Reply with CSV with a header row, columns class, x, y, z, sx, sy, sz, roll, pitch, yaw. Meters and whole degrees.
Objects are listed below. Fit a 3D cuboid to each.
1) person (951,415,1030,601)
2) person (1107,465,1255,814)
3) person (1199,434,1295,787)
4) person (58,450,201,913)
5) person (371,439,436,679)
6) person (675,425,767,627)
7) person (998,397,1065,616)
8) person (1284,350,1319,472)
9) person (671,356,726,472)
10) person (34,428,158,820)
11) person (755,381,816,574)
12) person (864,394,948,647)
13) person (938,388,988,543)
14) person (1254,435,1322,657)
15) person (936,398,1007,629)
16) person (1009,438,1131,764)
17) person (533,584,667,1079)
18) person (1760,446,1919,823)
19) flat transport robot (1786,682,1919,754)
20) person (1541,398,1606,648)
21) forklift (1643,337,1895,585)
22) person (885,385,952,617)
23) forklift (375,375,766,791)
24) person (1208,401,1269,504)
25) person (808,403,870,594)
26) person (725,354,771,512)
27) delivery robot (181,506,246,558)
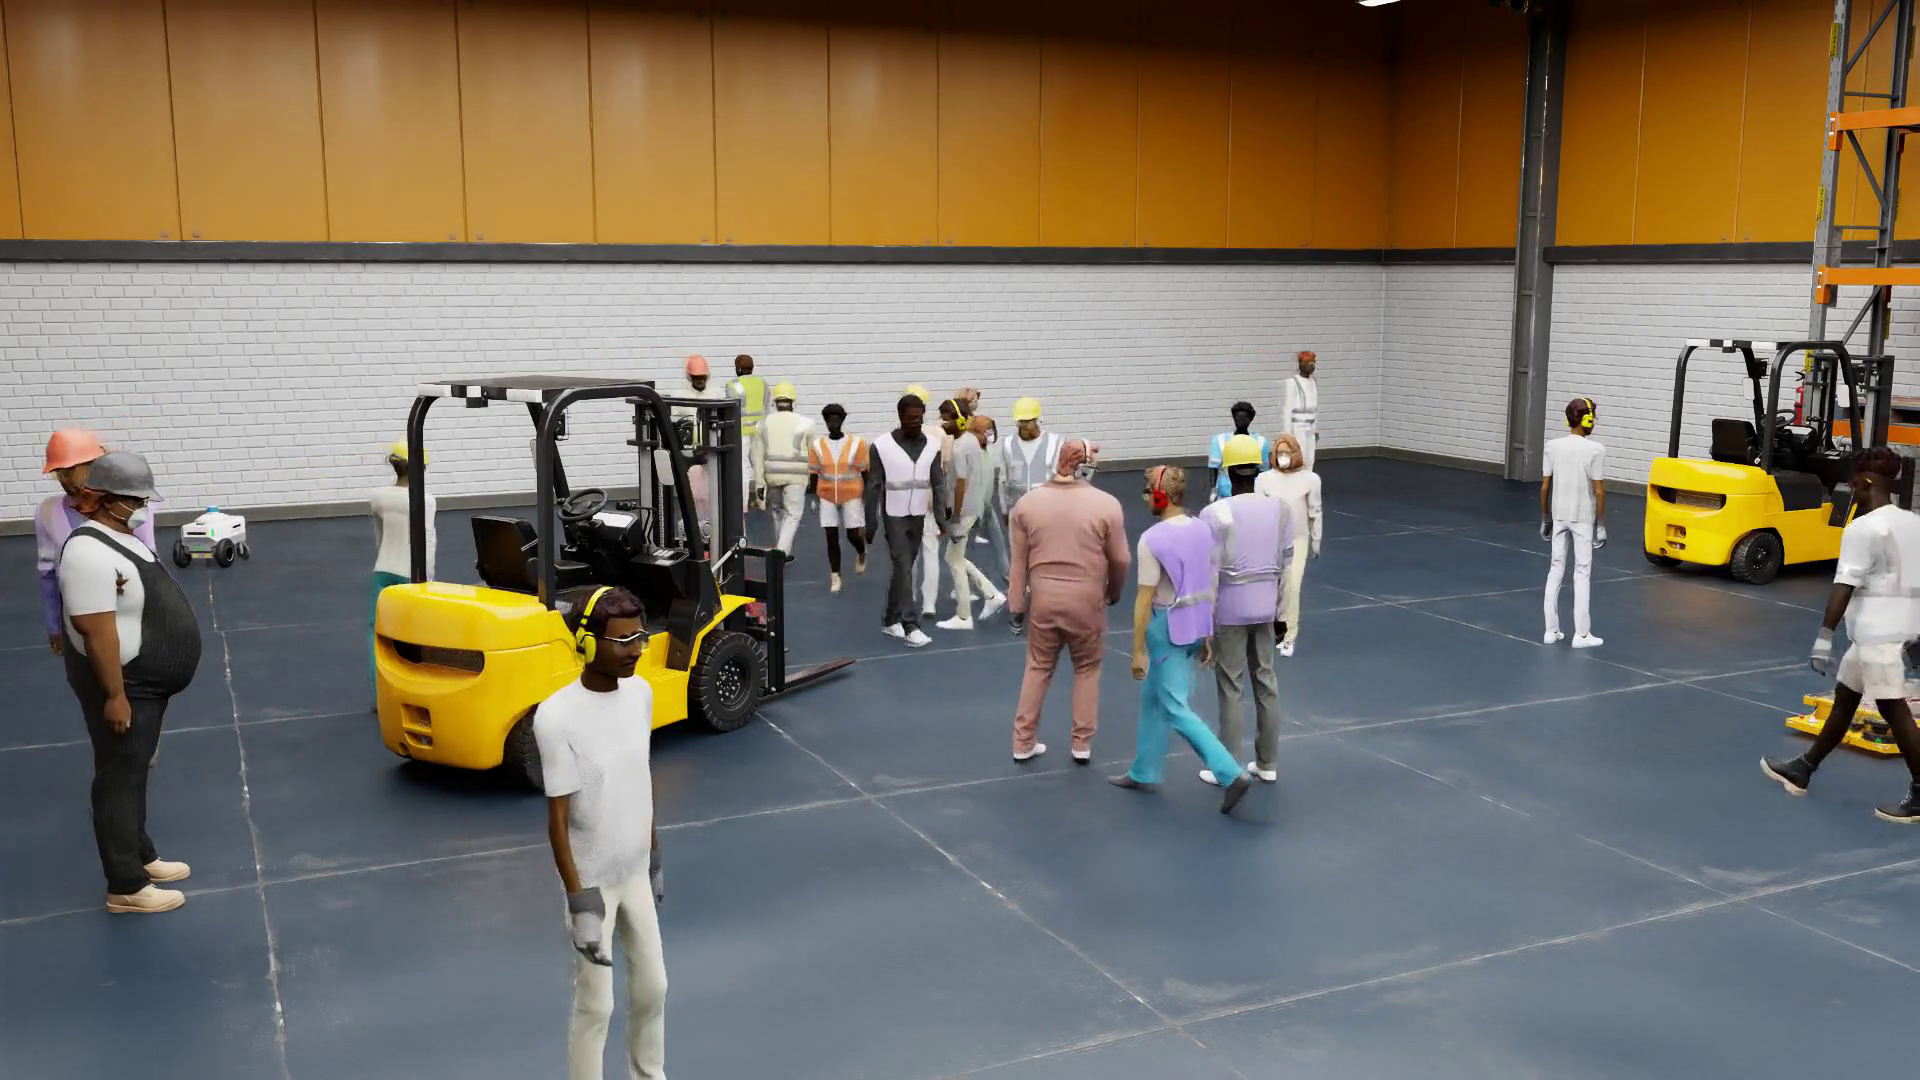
class,x,y,z,sx,sy,sz,roll,pitch,yaw
person,0.266,-0.250,14.002,0.806,1.589,0.511,4,10,23
person,1.164,0.514,8.653,0.893,1.809,0.583,7,12,38
person,1.523,0.390,9.025,0.591,1.923,0.381,-4,10,-24
person,-3.645,0.600,7.364,0.536,2.000,0.674,-3,10,-19
person,-3.532,0.204,10.790,0.538,1.721,0.857,3,10,17
person,-1.748,-0.003,12.097,0.873,1.725,0.544,-7,12,-38
person,0.574,-0.263,13.520,0.586,1.774,0.917,2,9,10
person,4.065,-1.336,19.916,0.543,1.872,0.580,9,13,43
person,-2.666,-0.924,17.149,0.638,1.926,1.056,-3,10,-20
person,-4.490,0.394,8.772,0.622,2.014,0.832,0,9,-2
person,-1.637,-0.582,15.483,0.566,1.789,0.886,2,9,13
person,-0.349,-0.142,12.462,0.590,1.876,0.906,-6,11,-35
person,-0.003,-0.755,17.083,0.499,1.625,0.524,2,9,13
person,2.348,0.042,12.143,0.517,1.603,0.686,4,10,24
person,0.052,-0.193,12.904,0.464,1.837,0.565,2,9,14
person,0.639,0.350,9.449,0.666,1.869,0.517,4,10,23
person,-1.058,1.057,5.106,0.375,1.860,0.541,6,11,31
person,4.684,0.473,8.599,0.704,1.902,0.968,-8,12,-39
flat transport robot,5.783,1.046,10.072,1.431,0.197,0.652,-4,10,-25
person,4.592,-0.129,12.437,0.329,1.865,0.518,-8,12,-41
forklift,7.551,-0.789,15.507,2.313,2.155,1.214,-4,10,-25
person,-0.343,-0.329,13.658,0.603,1.871,1.012,-1,9,-9
forklift,-2.268,0.149,9.685,1.214,2.155,2.313,6,11,32
person,2.492,-0.427,14.888,0.533,1.667,0.794,2,9,13
person,-1.035,-0.377,14.562,0.568,1.669,0.576,1,9,8
person,-2.505,-1.248,19.443,0.429,1.841,0.633,9,13,43
delivery robot,-7.148,-0.087,15.928,0.477,0.478,0.707,0,9,1
